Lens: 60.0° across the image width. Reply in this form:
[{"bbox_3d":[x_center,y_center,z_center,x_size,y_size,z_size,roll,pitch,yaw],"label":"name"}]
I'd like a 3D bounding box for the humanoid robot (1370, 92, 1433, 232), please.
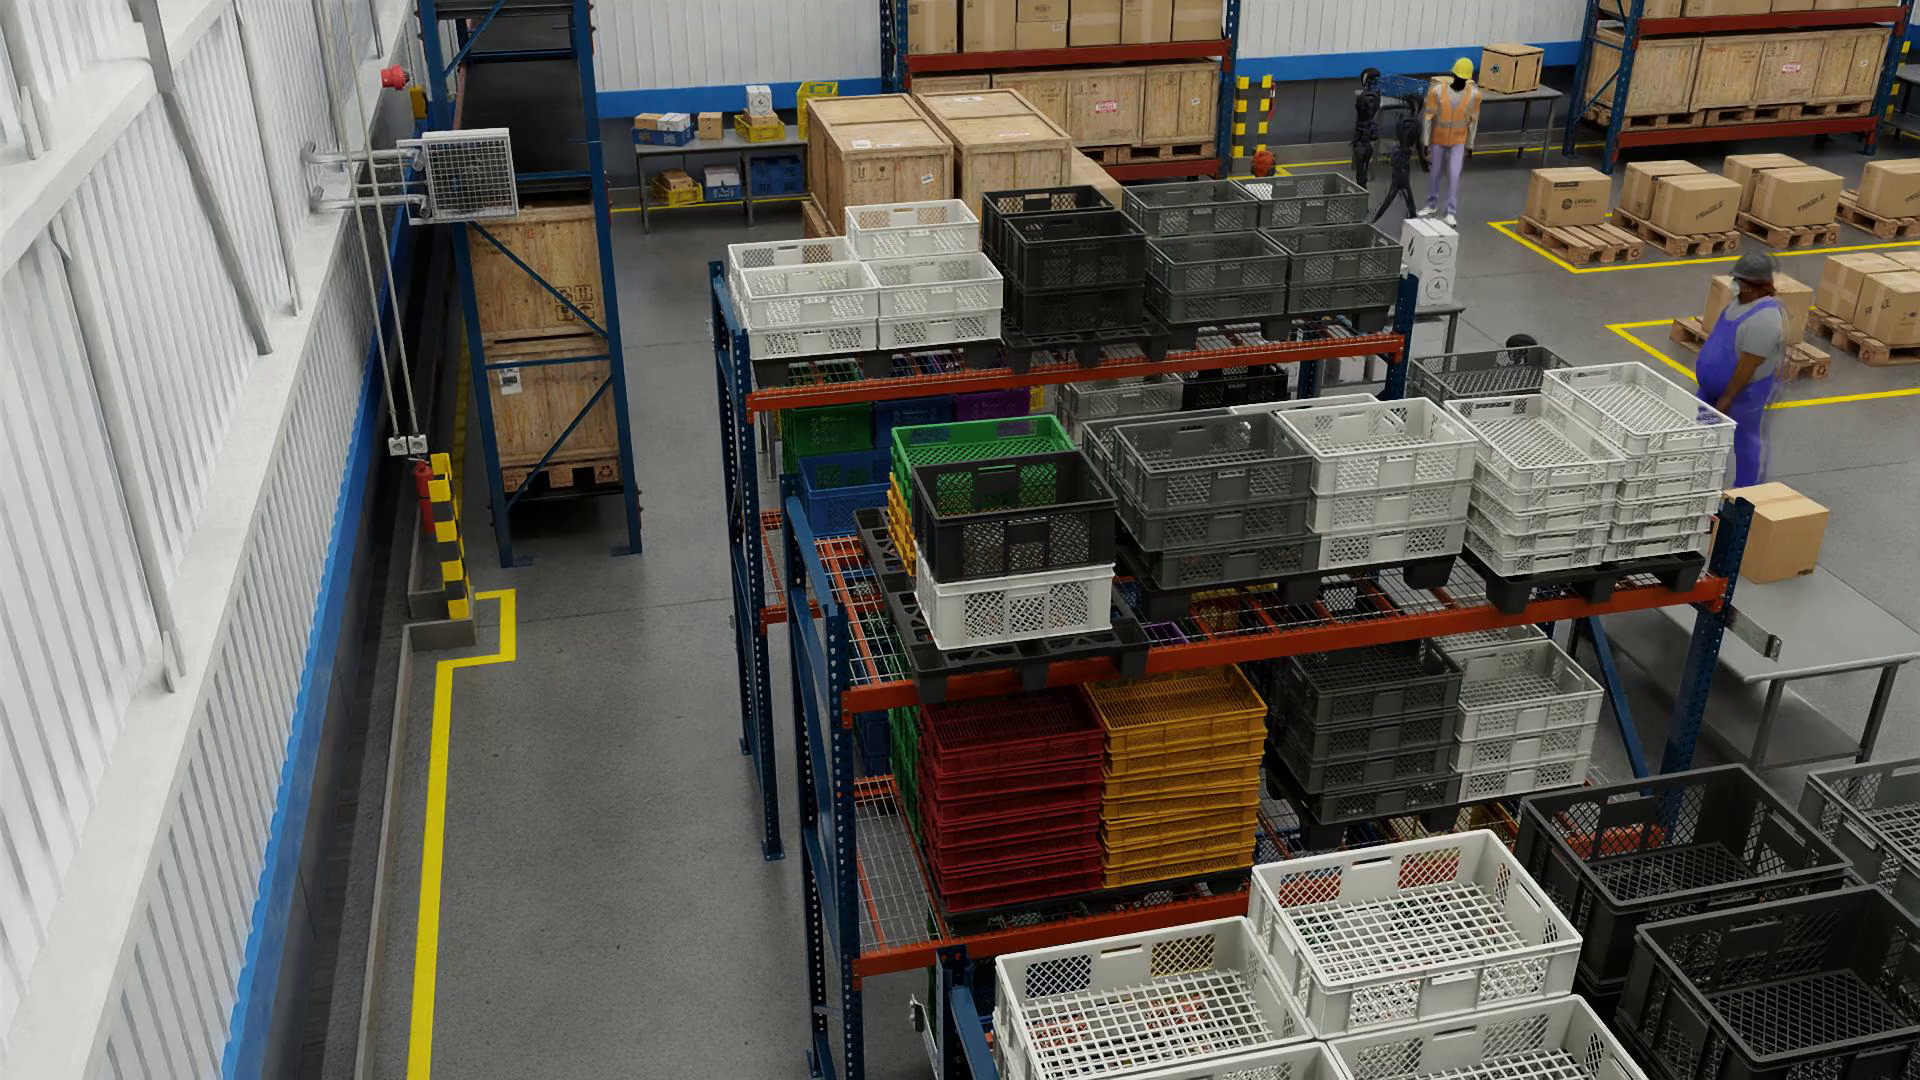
[{"bbox_3d":[4.940,-4.169,18.506,0.782,1.631,0.575,7,29,13],"label":"humanoid robot"}]

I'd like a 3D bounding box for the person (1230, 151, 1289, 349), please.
[{"bbox_3d":[2.737,-2.651,15.342,0.573,1.887,0.355,12,30,21],"label":"person"}]

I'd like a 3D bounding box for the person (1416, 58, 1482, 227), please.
[{"bbox_3d":[5.572,-4.555,18.967,0.603,1.884,0.673,7,29,13],"label":"person"}]

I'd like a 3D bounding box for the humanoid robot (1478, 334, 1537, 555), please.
[{"bbox_3d":[3.843,-0.680,11.819,0.321,1.651,0.581,8,29,16],"label":"humanoid robot"}]

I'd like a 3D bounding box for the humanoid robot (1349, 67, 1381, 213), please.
[{"bbox_3d":[4.688,-4.654,19.351,0.313,1.657,0.609,2,28,3],"label":"humanoid robot"}]

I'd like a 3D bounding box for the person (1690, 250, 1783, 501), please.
[{"bbox_3d":[5.676,-1.192,12.411,0.927,2.000,0.692,1,28,2],"label":"person"}]

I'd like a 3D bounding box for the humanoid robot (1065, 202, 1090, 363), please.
[{"bbox_3d":[1.086,-2.263,14.820,0.581,1.654,0.335,-25,36,-38],"label":"humanoid robot"}]
